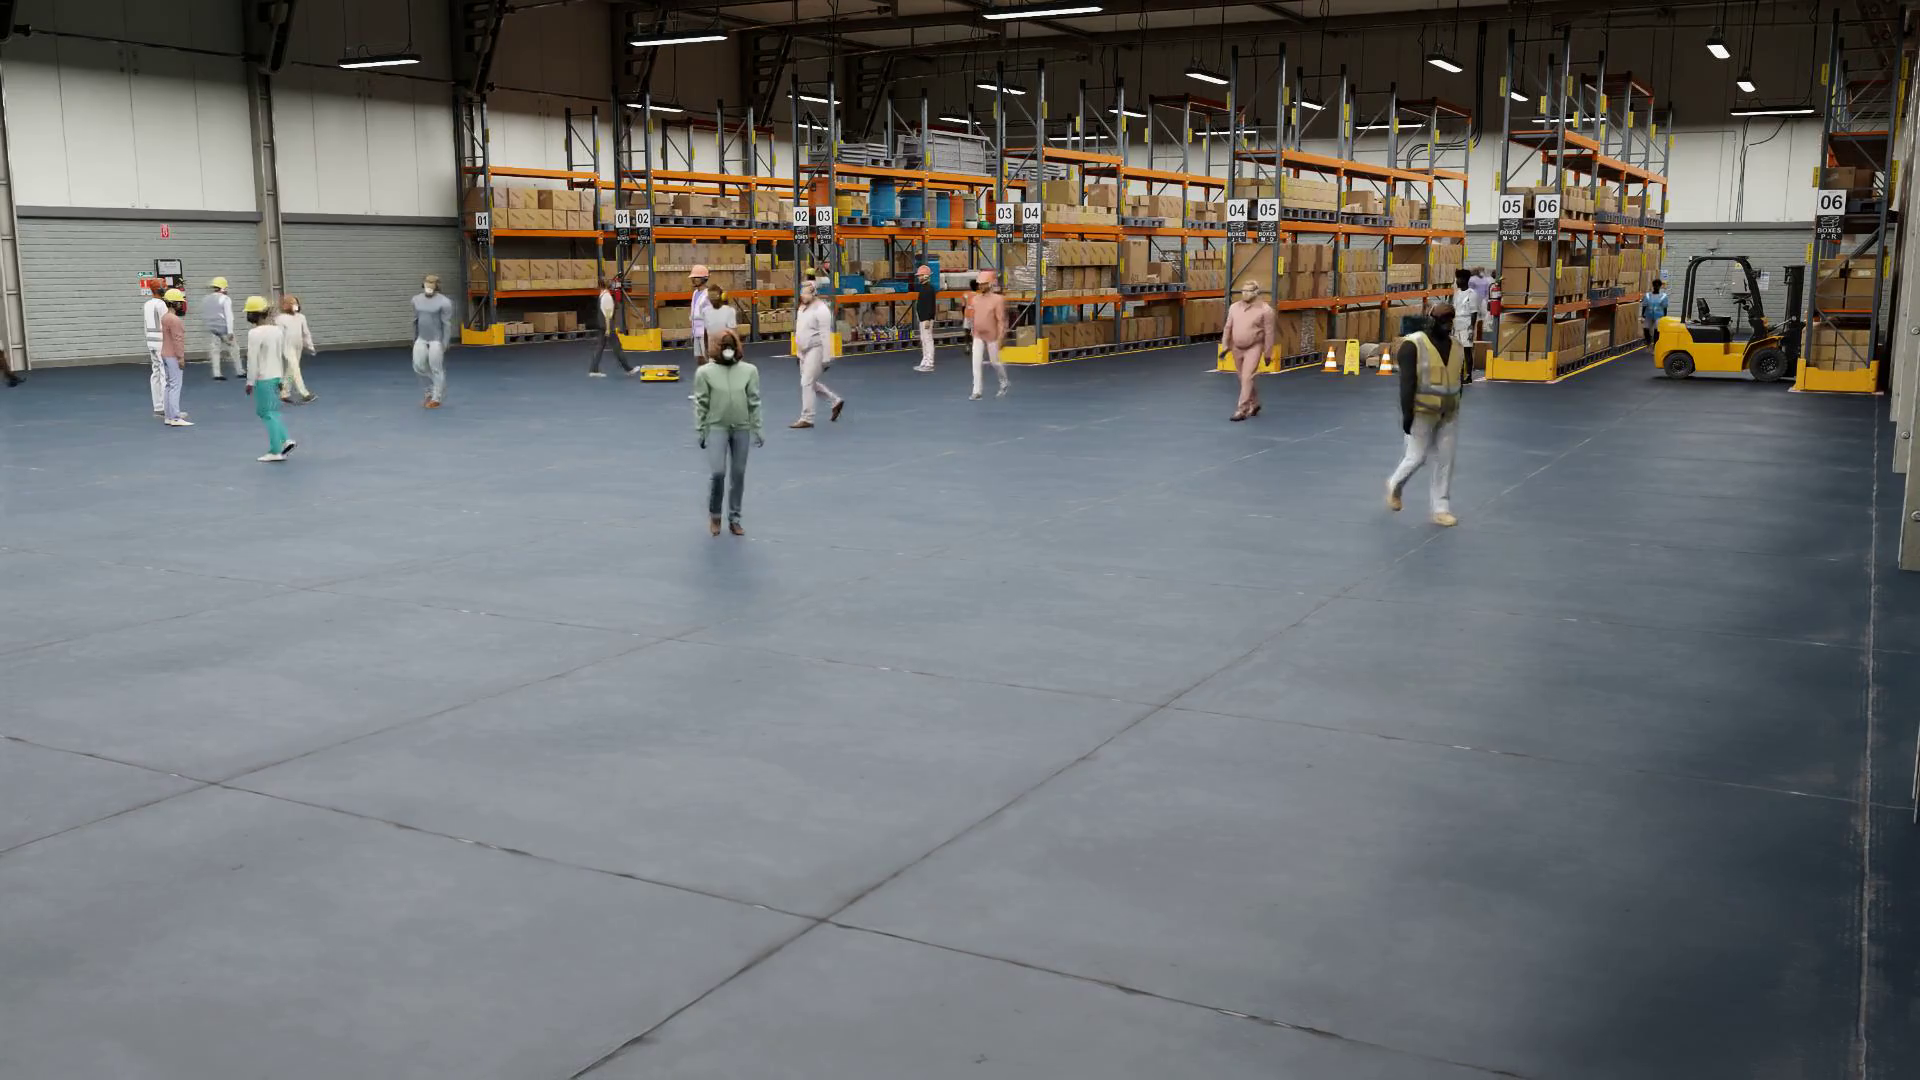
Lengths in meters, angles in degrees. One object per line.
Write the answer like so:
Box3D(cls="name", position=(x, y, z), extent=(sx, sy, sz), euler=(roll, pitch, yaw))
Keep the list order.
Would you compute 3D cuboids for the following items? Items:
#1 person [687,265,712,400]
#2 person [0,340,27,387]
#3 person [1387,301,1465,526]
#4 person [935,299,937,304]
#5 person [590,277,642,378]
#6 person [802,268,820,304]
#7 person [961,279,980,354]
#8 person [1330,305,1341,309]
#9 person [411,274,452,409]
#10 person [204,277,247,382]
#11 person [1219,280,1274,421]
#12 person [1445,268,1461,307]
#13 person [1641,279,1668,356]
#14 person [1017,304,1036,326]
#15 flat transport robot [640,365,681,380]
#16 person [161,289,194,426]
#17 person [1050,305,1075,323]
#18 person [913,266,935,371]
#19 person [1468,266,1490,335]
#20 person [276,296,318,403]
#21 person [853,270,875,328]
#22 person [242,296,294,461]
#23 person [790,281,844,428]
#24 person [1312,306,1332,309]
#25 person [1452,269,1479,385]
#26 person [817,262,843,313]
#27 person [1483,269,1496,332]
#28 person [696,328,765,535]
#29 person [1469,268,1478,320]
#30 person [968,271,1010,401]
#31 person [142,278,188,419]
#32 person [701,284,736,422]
Box3D(cls="person", position=(-3.873, -3.090, 24.926), extent=(0.378, 2.044, 0.607), euler=(-7, 12, -36))
Box3D(cls="person", position=(-15.951, -3.432, 27.377), extent=(0.549, 1.891, 0.962), euler=(3, 10, 19))
Box3D(cls="person", position=(3.814, -1.044, 13.596), extent=(0.630, 1.821, 0.666), euler=(-3, 10, -18))
Box3D(cls="person", position=(-1.015, -7.796, 52.858), extent=(0.539, 1.913, 0.695), euler=(7, 12, 35))
Box3D(cls="person", position=(-6.239, -3.804, 29.824), extent=(0.968, 1.791, 0.540), euler=(-6, 11, -31))
Box3D(cls="person", position=(-3.487, -5.401, 38.855), extent=(0.585, 1.912, 0.465), euler=(4, 10, 20))
Box3D(cls="person", position=(0.282, -4.964, 37.002), extent=(0.529, 1.664, 0.828), euler=(1, 10, 8))
Box3D(cls="person", position=(9.963, -6.497, 44.880), extent=(0.706, 2.000, 0.788), euler=(4, 11, 24))
Box3D(cls="person", position=(-7.513, -2.806, 23.622), extent=(0.657, 1.918, 0.450), euler=(3, 10, 16))
Box3D(cls="person", position=(-12.732, -3.654, 28.911), extent=(0.626, 1.800, 0.807), euler=(4, 11, 23))
Box3D(cls="person", position=(3.877, -2.545, 22.274), extent=(0.653, 1.869, 0.967), euler=(8, 13, 39))
Box3D(cls="person", position=(13.211, -6.327, 44.425), extent=(0.511, 1.860, 0.332), euler=(2, 10, 11))
Box3D(cls="person", position=(15.152, -4.854, 36.290), extent=(0.551, 1.680, 0.384), euler=(5, 11, 28))
Box3D(cls="person", position=(1.692, -5.914, 41.591), extent=(0.612, 1.997, 0.376), euler=(5, 11, 26))
Box3D(cls="flat transport robot", position=(-5.281, -2.963, 29.359), extent=(0.652, 0.197, 1.431), euler=(-1, 10, -8))
Box3D(cls="person", position=(-10.082, -2.343, 21.395), extent=(0.349, 1.758, 0.521), euler=(-8, 13, -40))
Box3D(cls="person", position=(2.577, -5.971, 42.478), extent=(0.597, 1.798, 0.960), euler=(4, 10, 22))
Box3D(cls="person", position=(-0.675, -4.187, 31.519), extent=(0.407, 1.989, 0.641), euler=(-3, 10, -15))
Box3D(cls="person", position=(14.377, -6.664, 46.239), extent=(0.645, 1.918, 0.568), euler=(-3, 10, -17))
Box3D(cls="person", position=(-9.760, -2.790, 24.512), extent=(0.865, 1.584, 0.506), euler=(4, 11, 23))
Box3D(cls="person", position=(-2.324, -5.646, 40.532), extent=(0.663, 1.832, 0.374), euler=(-7, 12, -36))
Box3D(cls="person", position=(-7.370, -1.695, 17.601), extent=(0.376, 1.755, 0.524), euler=(0, 10, -1))
Box3D(cls="person", position=(-1.814, -2.359, 21.150), extent=(0.743, 1.871, 0.696), euler=(-6, 11, -30))
Box3D(cls="person", position=(9.125, -5.899, 41.833), extent=(0.646, 1.898, 0.997), euler=(5, 11, 25))
Box3D(cls="person", position=(8.502, -3.592, 28.090), extent=(0.367, 1.963, 0.609), euler=(-2, 10, -13))
Box3D(cls="person", position=(-3.141, -5.711, 40.307), extent=(0.617, 2.023, 0.431), euler=(3, 10, 19))
Box3D(cls="person", position=(15.316, -6.869, 47.730), extent=(0.580, 1.809, 0.632), euler=(6, 11, 32))
Box3D(cls="person", position=(-1.780, -0.830, 12.933), extent=(0.508, 1.622, 0.397), euler=(-4, 11, -23))
Box3D(cls="person", position=(14.465, -6.756, 46.978), extent=(0.633, 1.860, 0.831), euler=(1, 10, 5))
Box3D(cls="person", position=(0.442, -3.111, 25.298), extent=(0.623, 1.963, 0.920), euler=(6, 11, 31))
Box3D(cls="person", position=(-10.716, -2.570, 22.349), extent=(0.573, 1.883, 0.354), euler=(7, 12, 37))
Box3D(cls="person", position=(-3.107, -2.404, 21.581), extent=(0.553, 1.805, 0.996), euler=(2, 10, 11))
